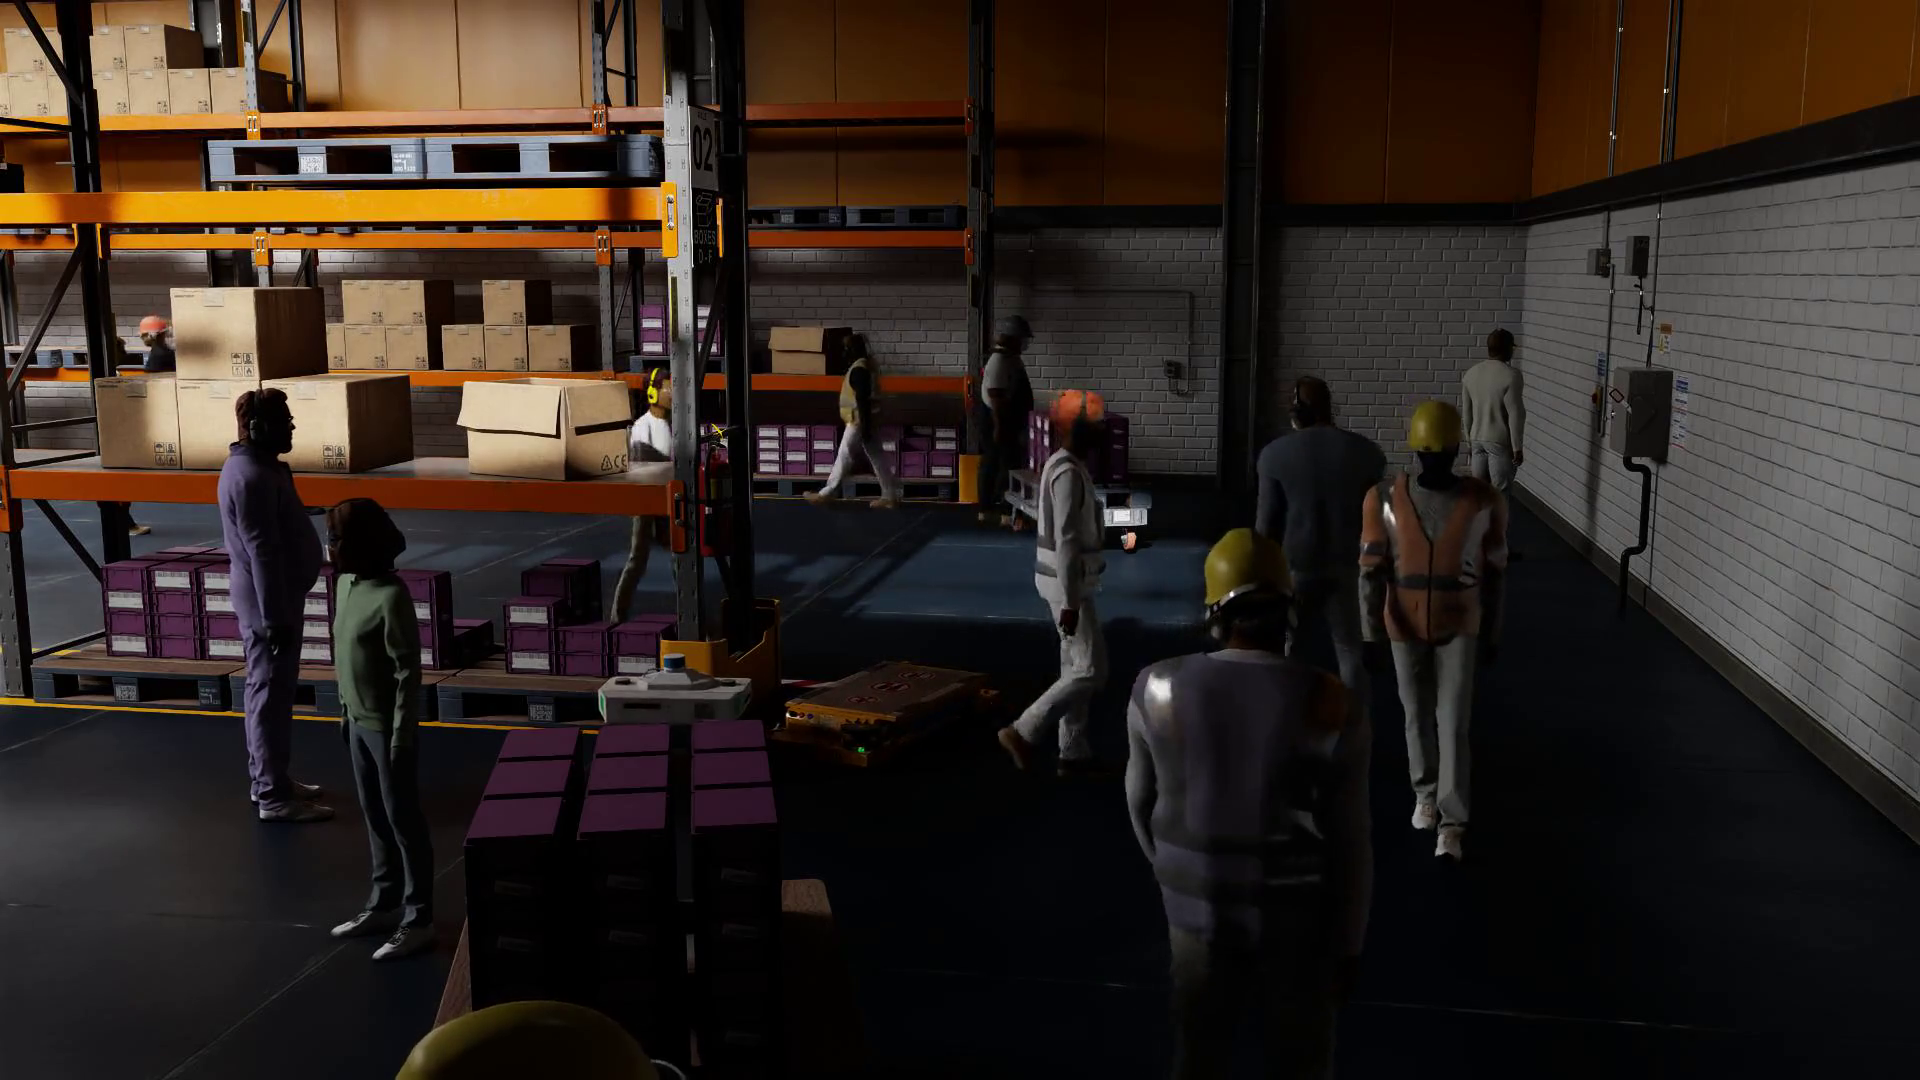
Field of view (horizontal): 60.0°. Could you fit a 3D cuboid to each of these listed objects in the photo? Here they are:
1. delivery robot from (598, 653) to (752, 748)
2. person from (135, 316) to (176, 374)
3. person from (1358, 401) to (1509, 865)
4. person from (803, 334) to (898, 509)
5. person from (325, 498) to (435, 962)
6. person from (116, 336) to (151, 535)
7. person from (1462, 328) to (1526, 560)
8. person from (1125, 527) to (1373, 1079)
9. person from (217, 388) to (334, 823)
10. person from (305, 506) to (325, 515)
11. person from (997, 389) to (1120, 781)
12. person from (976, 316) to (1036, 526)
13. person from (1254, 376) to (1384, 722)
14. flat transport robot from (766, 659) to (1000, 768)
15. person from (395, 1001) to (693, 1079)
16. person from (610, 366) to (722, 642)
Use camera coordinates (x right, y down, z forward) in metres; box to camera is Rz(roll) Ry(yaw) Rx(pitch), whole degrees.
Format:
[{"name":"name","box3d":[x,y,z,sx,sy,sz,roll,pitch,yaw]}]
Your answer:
[{"name":"delivery robot","box3d":[-1.379,0.794,8.065,0.707,0.478,0.477,1,9,3]},{"name":"person","box3d":[-8.490,-1.386,17.603,0.989,1.945,0.624,0,9,0]},{"name":"person","box3d":[1.939,0.370,6.880,0.592,1.878,0.961,4,10,21]},{"name":"person","box3d":[-1.092,-1.188,16.847,0.986,1.779,0.661,1,9,5]},{"name":"person","box3d":[-2.055,0.659,5.860,0.287,1.631,0.501,-9,12,-43]},{"name":"person","box3d":[-7.717,-0.954,15.217,0.508,1.845,0.345,8,12,42]},{"name":"person","box3d":[4.486,-0.801,13.969,0.372,1.940,0.627,-5,10,-29]},{"name":"person","box3d":[0.684,0.873,3.994,0.606,1.804,0.548,3,10,18]},{"name":"person","box3d":[-3.015,0.284,7.336,0.409,1.907,0.651,-5,10,-27]},{"name":"person","box3d":[-6.568,-1.211,16.508,0.350,1.942,0.543,-5,10,-28]},{"name":"person","box3d":[0.491,0.228,7.790,0.476,1.871,0.592,0,9,1]},{"name":"person","box3d":[0.450,-1.155,15.850,0.640,2.000,0.692,1,9,9]},{"name":"person","box3d":[1.768,0.145,8.261,0.635,1.904,0.557,0,9,0]},{"name":"flat transport robot","box3d":[-0.395,0.879,8.707,0.652,0.197,1.431,5,10,27]},{"name":"person","box3d":[-0.345,1.267,1.499,0.586,1.823,0.403,7,11,36]},{"name":"person","box3d":[-1.831,-0.172,10.440,0.971,1.818,0.544,2,9,15]}]
